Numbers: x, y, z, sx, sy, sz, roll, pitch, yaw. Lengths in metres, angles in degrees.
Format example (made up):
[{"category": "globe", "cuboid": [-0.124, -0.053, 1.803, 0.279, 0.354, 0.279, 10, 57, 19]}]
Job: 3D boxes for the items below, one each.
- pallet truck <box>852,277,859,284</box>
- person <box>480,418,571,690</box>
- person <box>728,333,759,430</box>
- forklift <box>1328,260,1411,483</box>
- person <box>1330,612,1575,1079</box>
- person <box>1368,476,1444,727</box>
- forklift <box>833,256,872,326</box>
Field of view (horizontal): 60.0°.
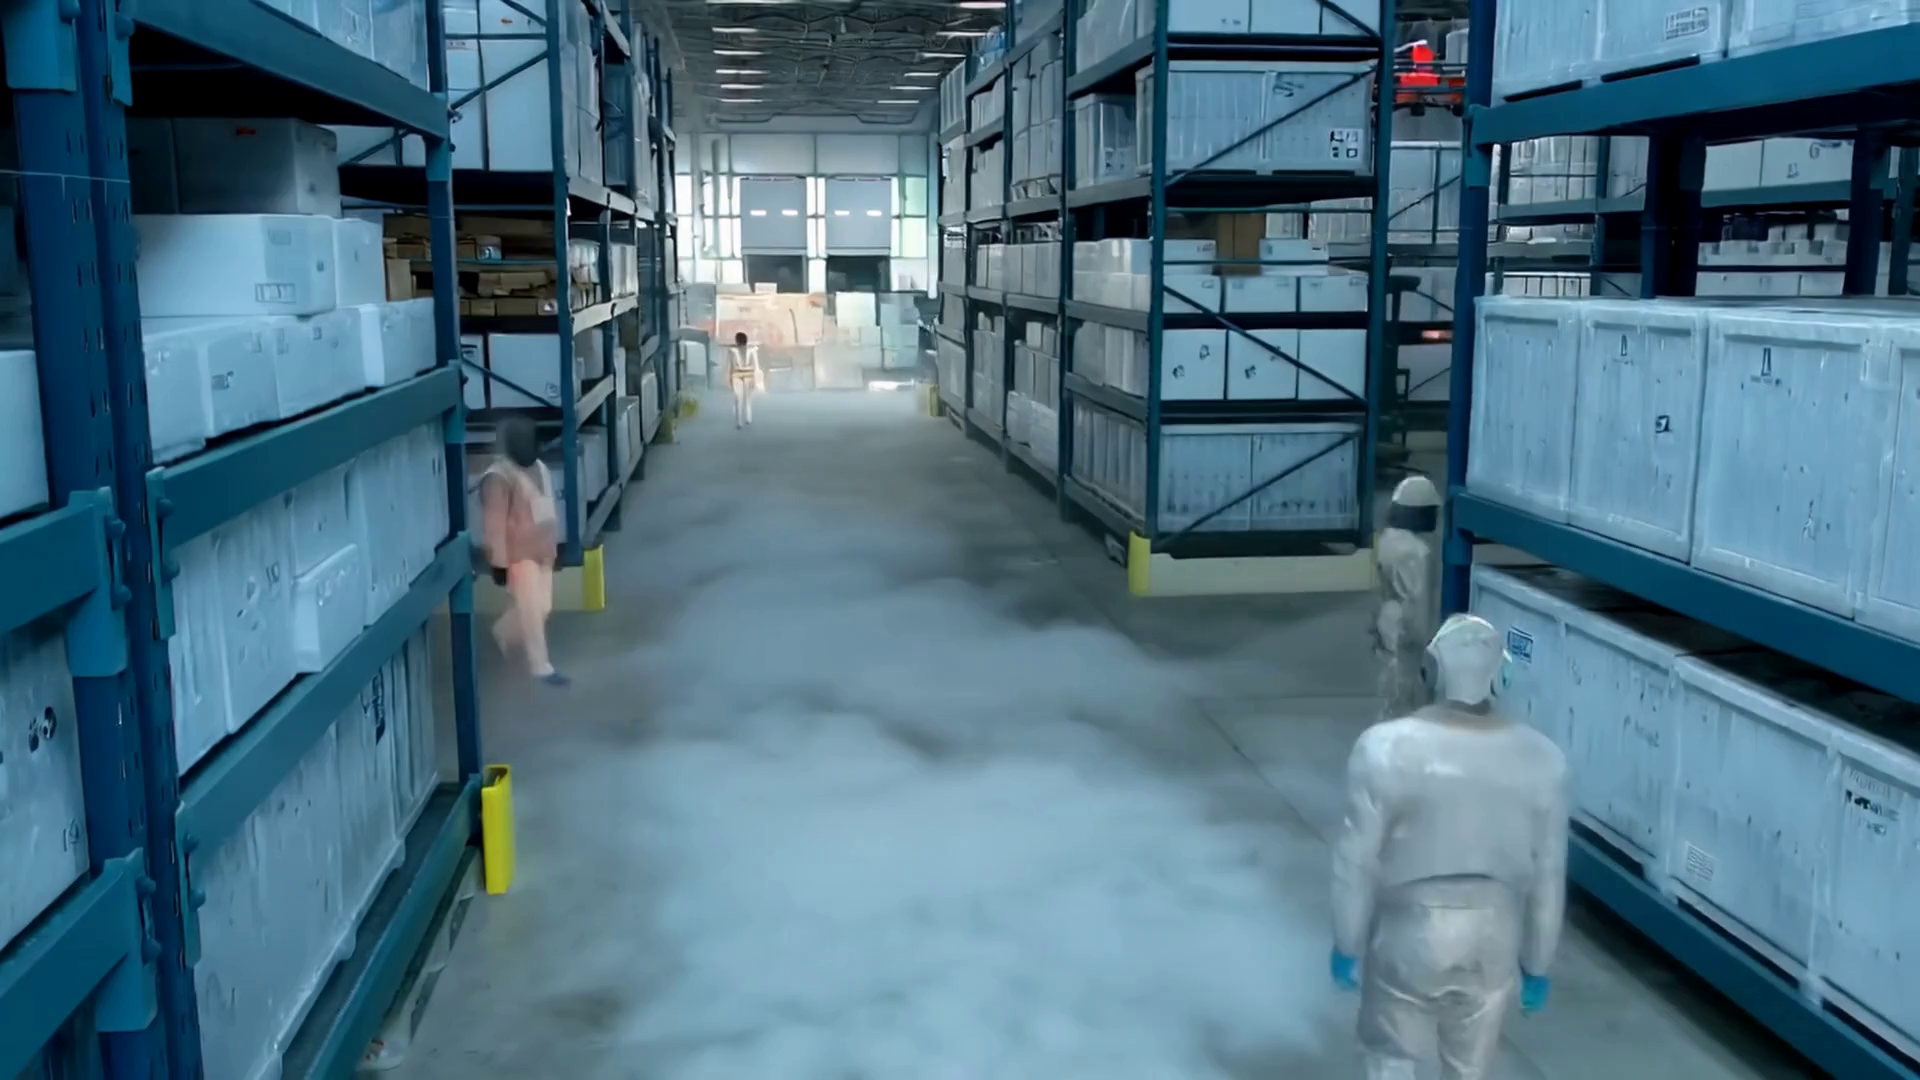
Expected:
[{"category": "pallet truck", "cuboid": [-3.782, -9.391, 65.808, 1.885, 1.965, 0.823, 2, 10, 10]}, {"category": "person", "cuboid": [-2.968, 0.084, 11.168, 0.733, 1.822, 0.631, 4, 10, 21]}, {"category": "person", "cuboid": [-3.601, -2.657, 27.741, 0.514, 1.606, 0.810, -1, 10, -6]}, {"category": "forklift", "cuboid": [4.983, -2.219, 21.485, 1.129, 2.768, 1.873, -1, 10, -7]}, {"category": "person", "cuboid": [1.394, 1.155, 4.715, 0.650, 1.892, 0.675, 0, 10, 0]}, {"category": "person", "cuboid": [2.435, 0.518, 8.929, 0.622, 1.724, 0.497, -1, 10, -7]}, {"category": "forklift", "cuboid": [-3.422, -8.176, 56.164, 1.129, 2.768, 1.873, -7, 12, -35]}]
